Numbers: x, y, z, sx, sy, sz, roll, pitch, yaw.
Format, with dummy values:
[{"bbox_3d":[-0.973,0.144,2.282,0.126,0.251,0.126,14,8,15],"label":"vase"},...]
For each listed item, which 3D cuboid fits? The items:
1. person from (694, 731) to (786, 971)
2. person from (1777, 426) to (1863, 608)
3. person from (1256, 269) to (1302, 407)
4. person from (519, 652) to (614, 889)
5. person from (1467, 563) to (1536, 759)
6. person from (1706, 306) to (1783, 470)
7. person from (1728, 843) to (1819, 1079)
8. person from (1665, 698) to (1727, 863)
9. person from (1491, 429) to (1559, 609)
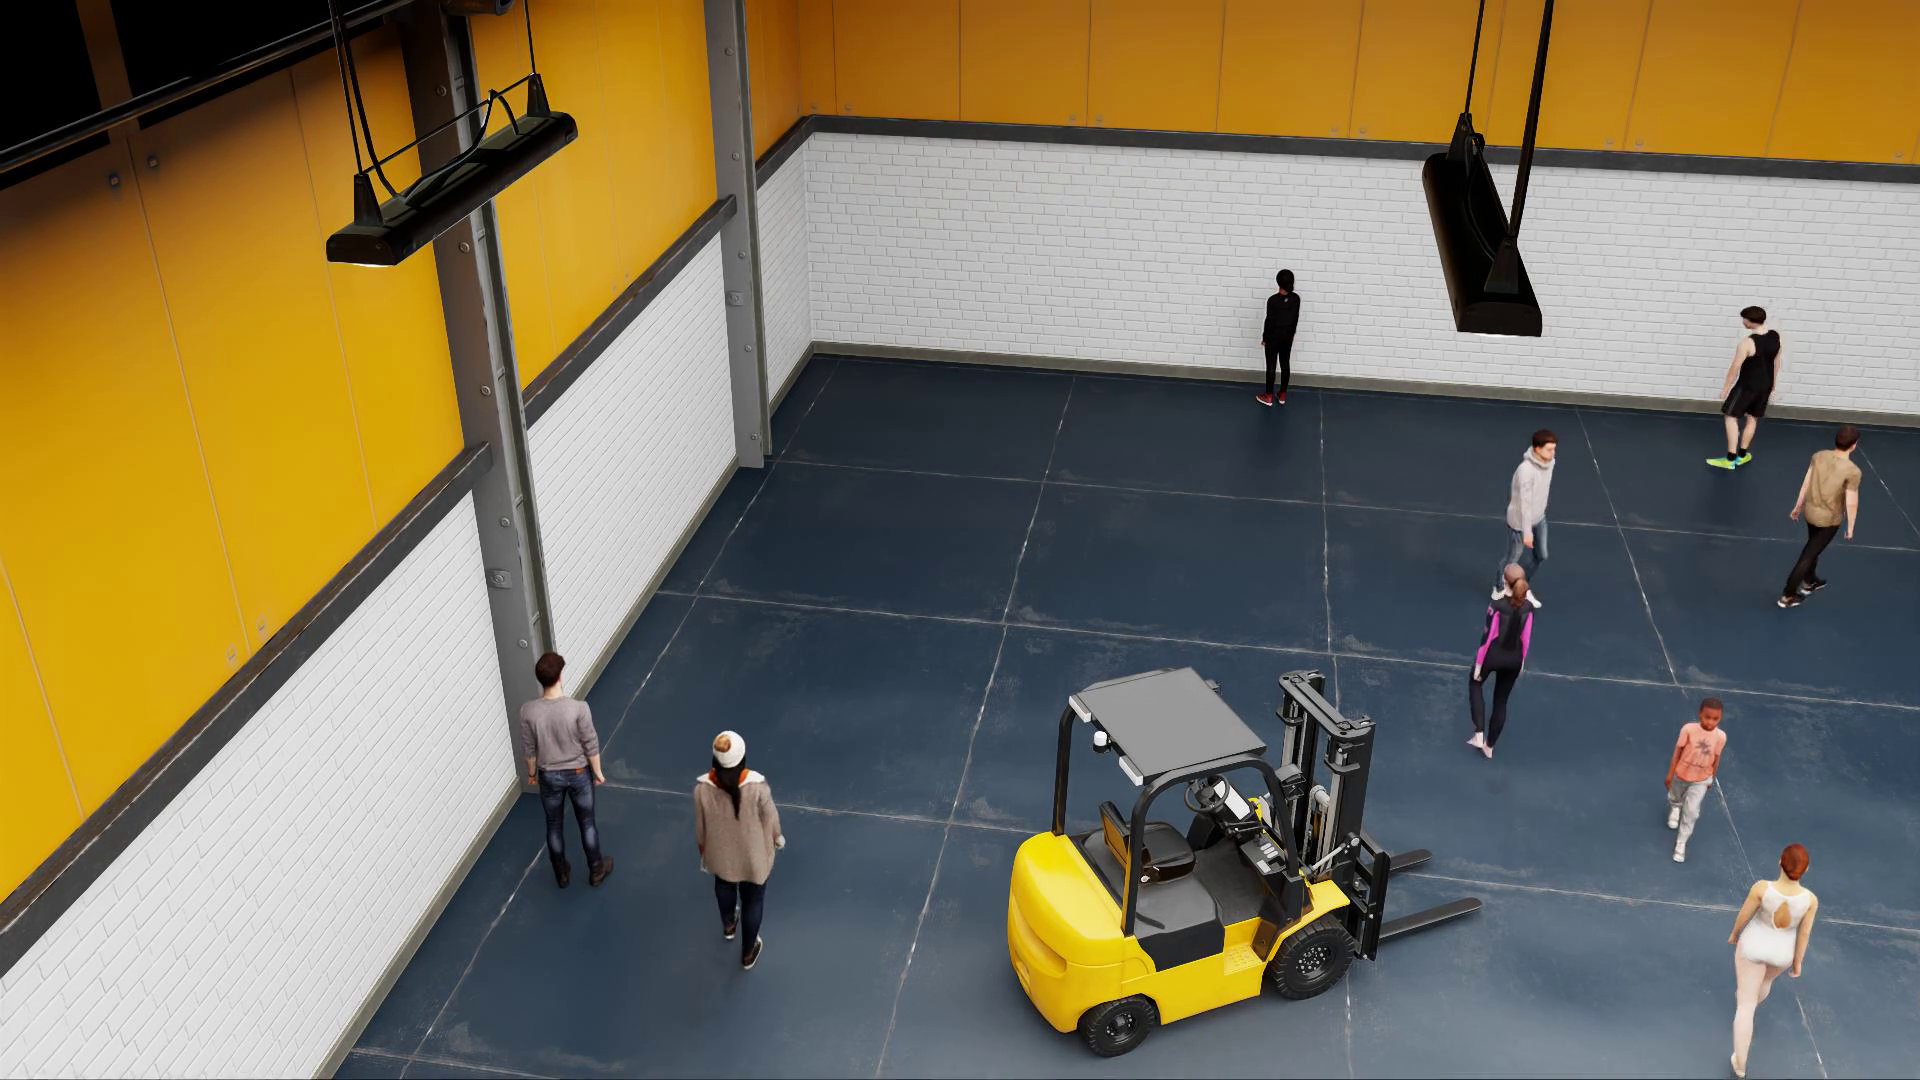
[{"bbox_3d":[-1.504,2.101,11.146,0.699,1.876,0.782,4,29,7],"label":"person"},{"bbox_3d":[7.906,-0.192,15.394,1.023,1.833,1.012,-11,30,-19],"label":"person"},{"bbox_3d":[3.773,-2.398,19.603,0.682,1.675,0.696,-9,30,-16],"label":"person"},{"bbox_3d":[-2.839,1.669,11.910,0.747,1.903,0.639,-1,29,-2],"label":"person"},{"bbox_3d":[4.331,1.020,13.276,0.625,1.733,0.643,0,29,1],"label":"person"},{"bbox_3d":[8.644,-1.663,18.068,0.863,1.855,0.747,3,29,5],"label":"person"},{"bbox_3d":[5.055,2.649,10.431,0.638,1.598,1.065,8,30,15],"label":"person"},{"bbox_3d":[5.485,1.704,12.474,0.660,1.301,0.935,14,32,25],"label":"person"},{"bbox_3d":[5.174,-0.215,15.436,0.831,1.834,0.895,-20,34,-32],"label":"person"}]
